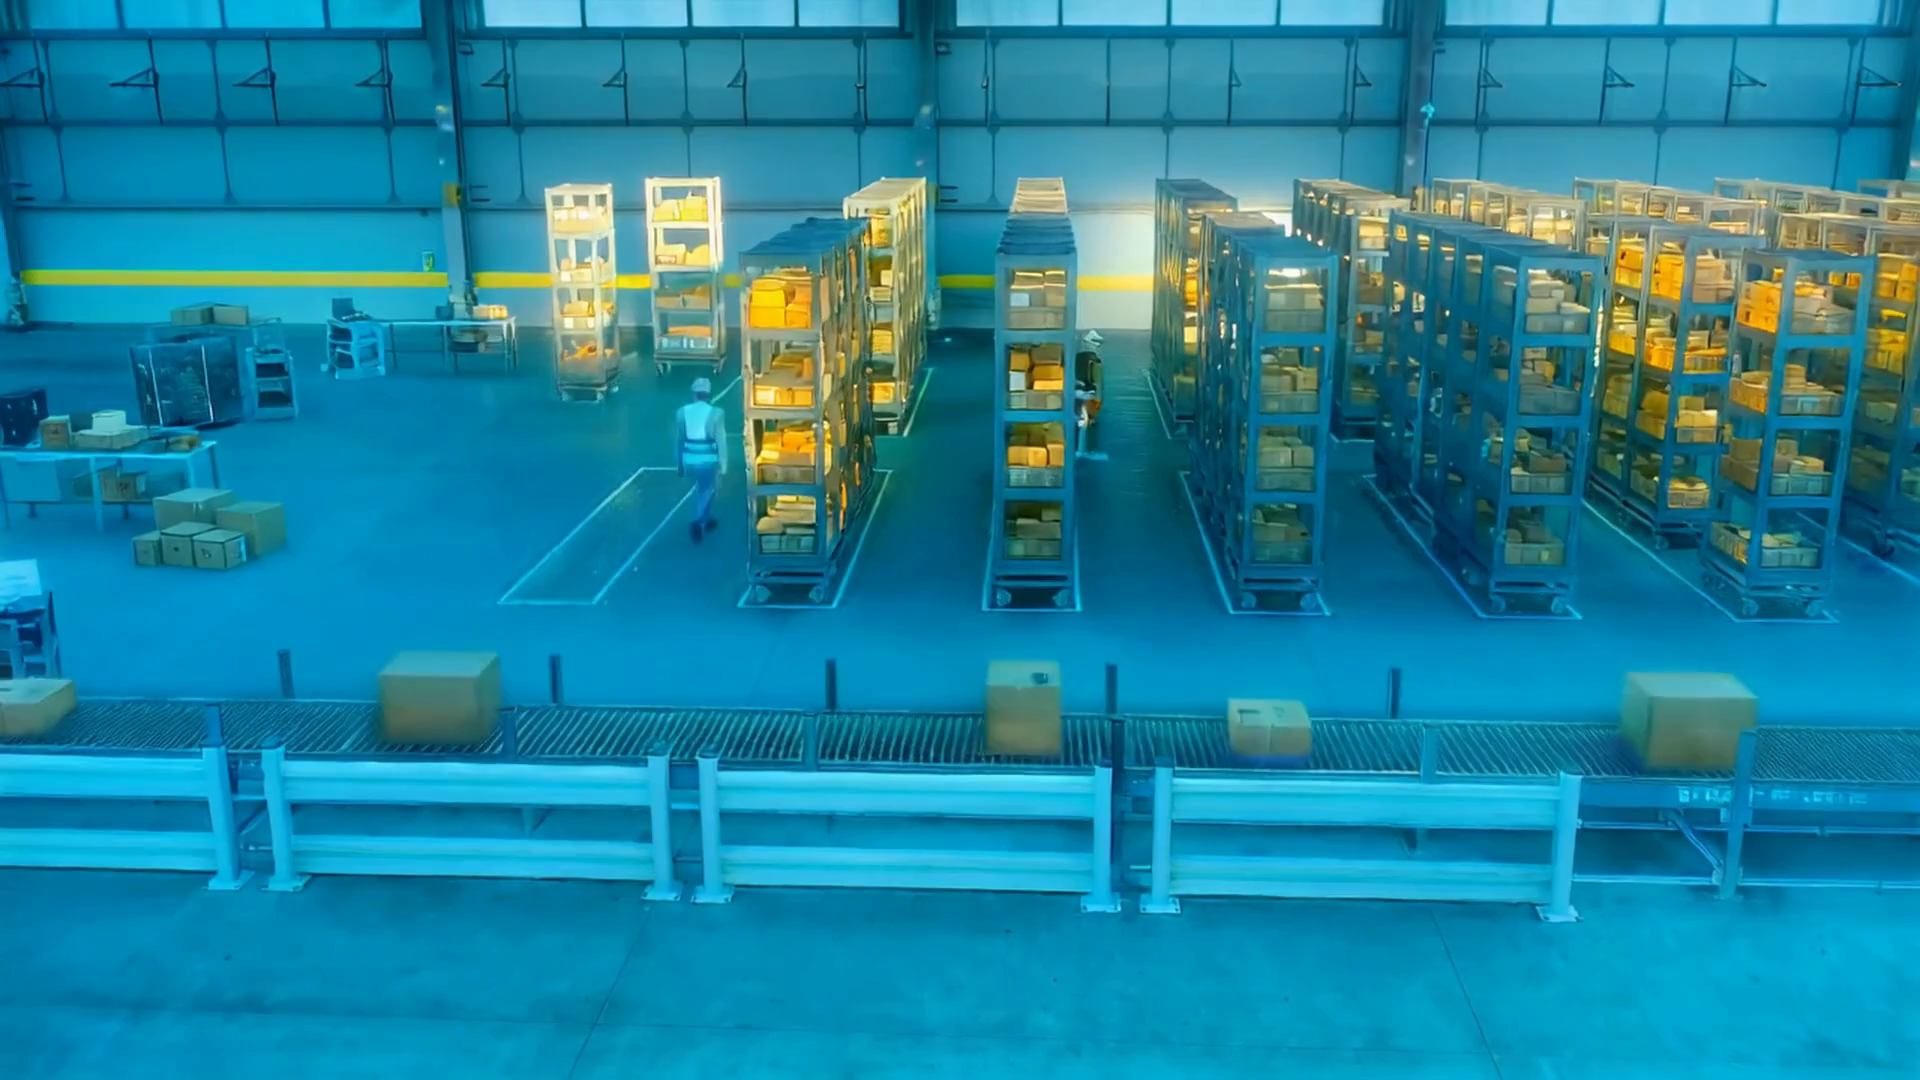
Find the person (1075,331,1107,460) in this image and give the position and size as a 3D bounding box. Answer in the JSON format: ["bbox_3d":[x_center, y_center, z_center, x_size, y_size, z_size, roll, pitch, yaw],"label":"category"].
[{"bbox_3d":[1.861,-2.055,23.687,0.404,1.837,0.589,-10,18,-33],"label":"person"}]

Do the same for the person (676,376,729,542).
[{"bbox_3d":[-3.033,-0.954,19.466,0.621,1.918,0.889,4,16,14],"label":"person"}]
